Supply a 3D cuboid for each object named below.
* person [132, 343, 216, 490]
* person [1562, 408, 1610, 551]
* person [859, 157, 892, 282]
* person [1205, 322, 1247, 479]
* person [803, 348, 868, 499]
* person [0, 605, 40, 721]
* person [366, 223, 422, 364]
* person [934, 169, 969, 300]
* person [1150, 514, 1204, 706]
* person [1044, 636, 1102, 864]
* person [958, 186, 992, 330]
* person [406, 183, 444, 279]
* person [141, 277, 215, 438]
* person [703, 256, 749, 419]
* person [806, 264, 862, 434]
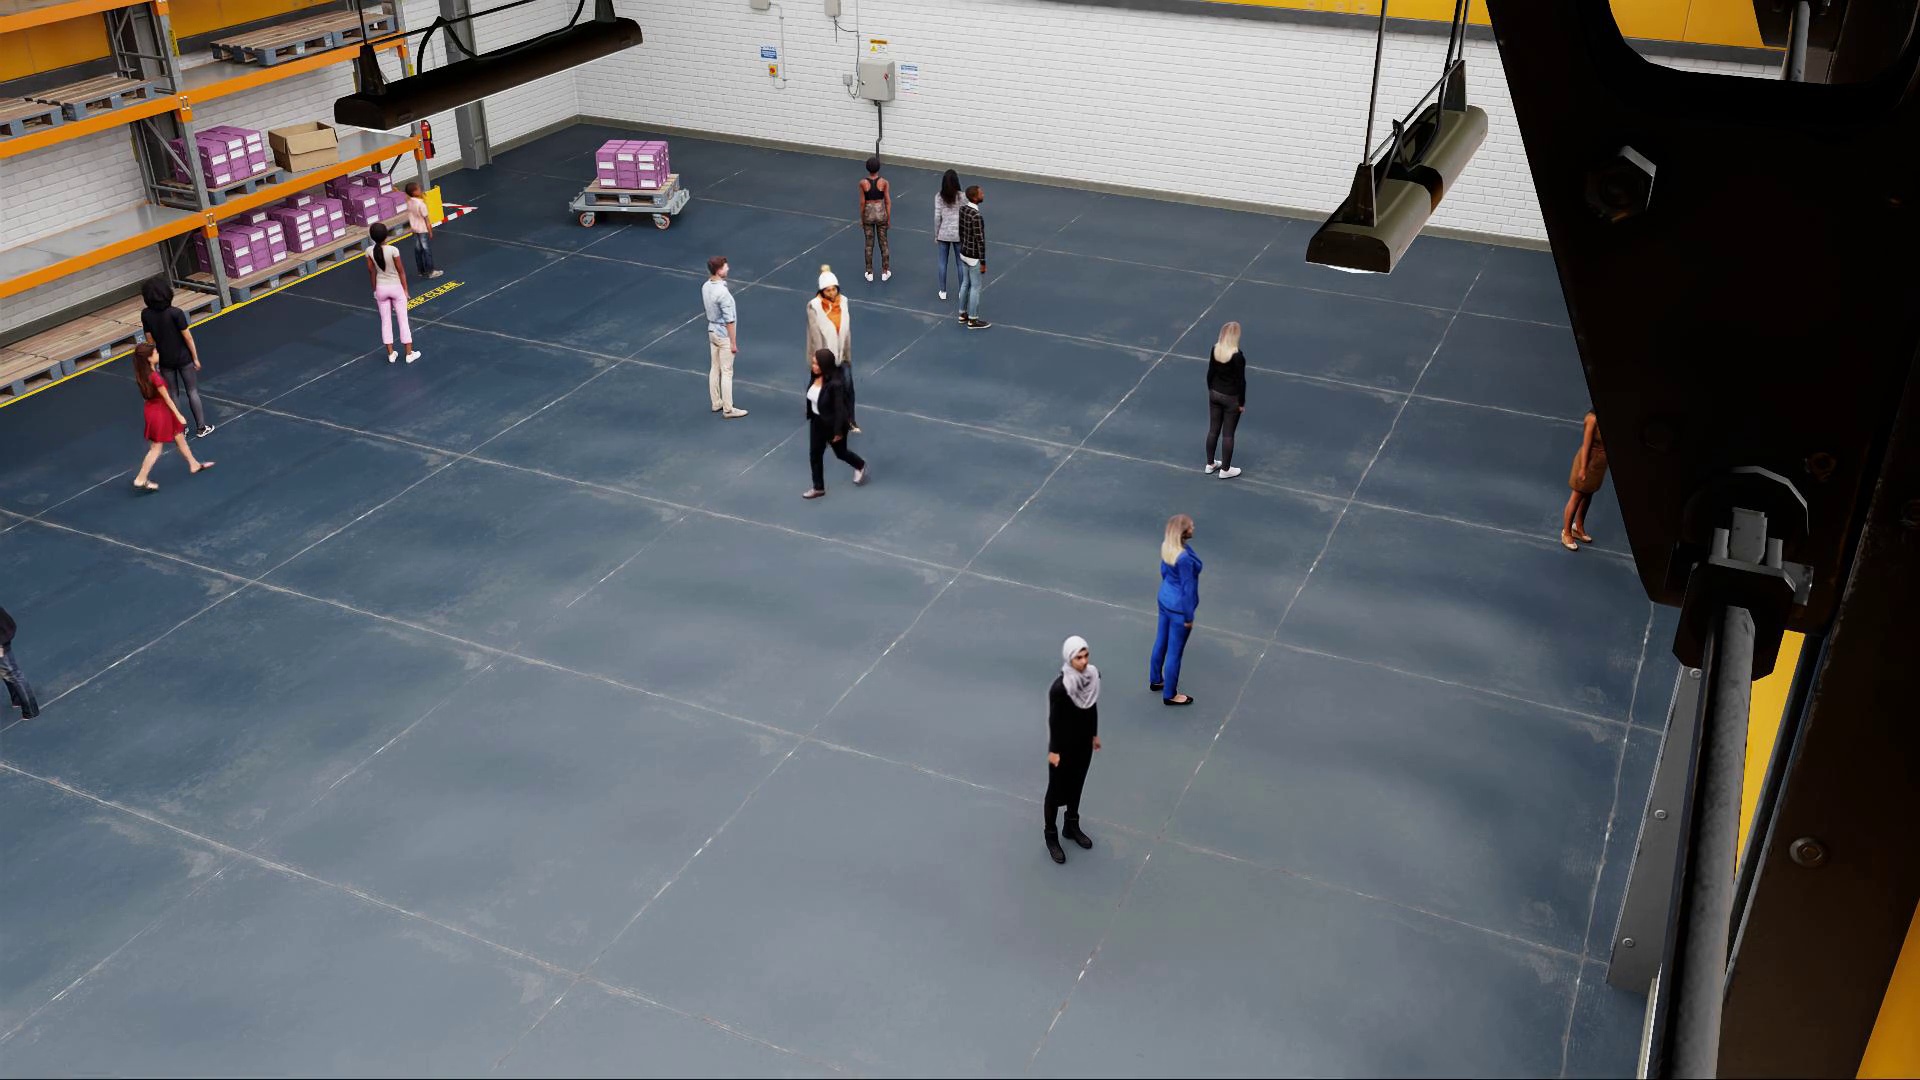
[{"bbox_3d":[-8.248,-1.234,17.004,1.135,1.520,0.784,-25,37,-38],"label":"person"},{"bbox_3d":[6.033,-0.724,15.890,0.584,1.690,0.692,-20,34,-32],"label":"person"},{"bbox_3d":[-1.151,-4.355,22.535,0.657,1.700,0.675,-1,29,-3],"label":"person"},{"bbox_3d":[2.744,-1.459,17.243,0.669,1.685,0.689,-23,36,-36],"label":"person"},{"bbox_3d":[-1.260,-1.200,16.864,0.819,1.594,1.096,23,36,35],"label":"person"},{"bbox_3d":[-7.743,0.770,13.350,0.727,1.781,0.815,-23,36,-36],"label":"person"},{"bbox_3d":[-6.841,-2.975,19.964,0.646,1.742,0.638,1,29,1],"label":"person"},{"bbox_3d":[-0.114,-4.028,21.903,0.682,1.732,0.653,1,29,2],"label":"person"},{"bbox_3d":[1.748,0.548,13.547,0.759,1.700,0.690,-9,30,-16],"label":"person"},{"bbox_3d":[0.785,1.453,11.805,0.625,1.779,0.739,-19,34,-31],"label":"person"},{"bbox_3d":[0.148,-3.587,21.003,0.766,1.820,0.747,-15,32,-25],"label":"person"},{"bbox_3d":[-7.380,-4.244,22.743,0.522,1.307,0.498,16,32,27],"label":"person"},{"bbox_3d":[-8.529,-1.982,18.042,0.714,1.838,0.714,-2,29,-5],"label":"person"},{"bbox_3d":[-2.669,-2.285,18.589,0.712,1.846,0.728,-19,34,-31],"label":"person"},{"bbox_3d":[-1.490,-2.124,18.285,1.212,1.855,1.188,-16,32,-26],"label":"person"}]
